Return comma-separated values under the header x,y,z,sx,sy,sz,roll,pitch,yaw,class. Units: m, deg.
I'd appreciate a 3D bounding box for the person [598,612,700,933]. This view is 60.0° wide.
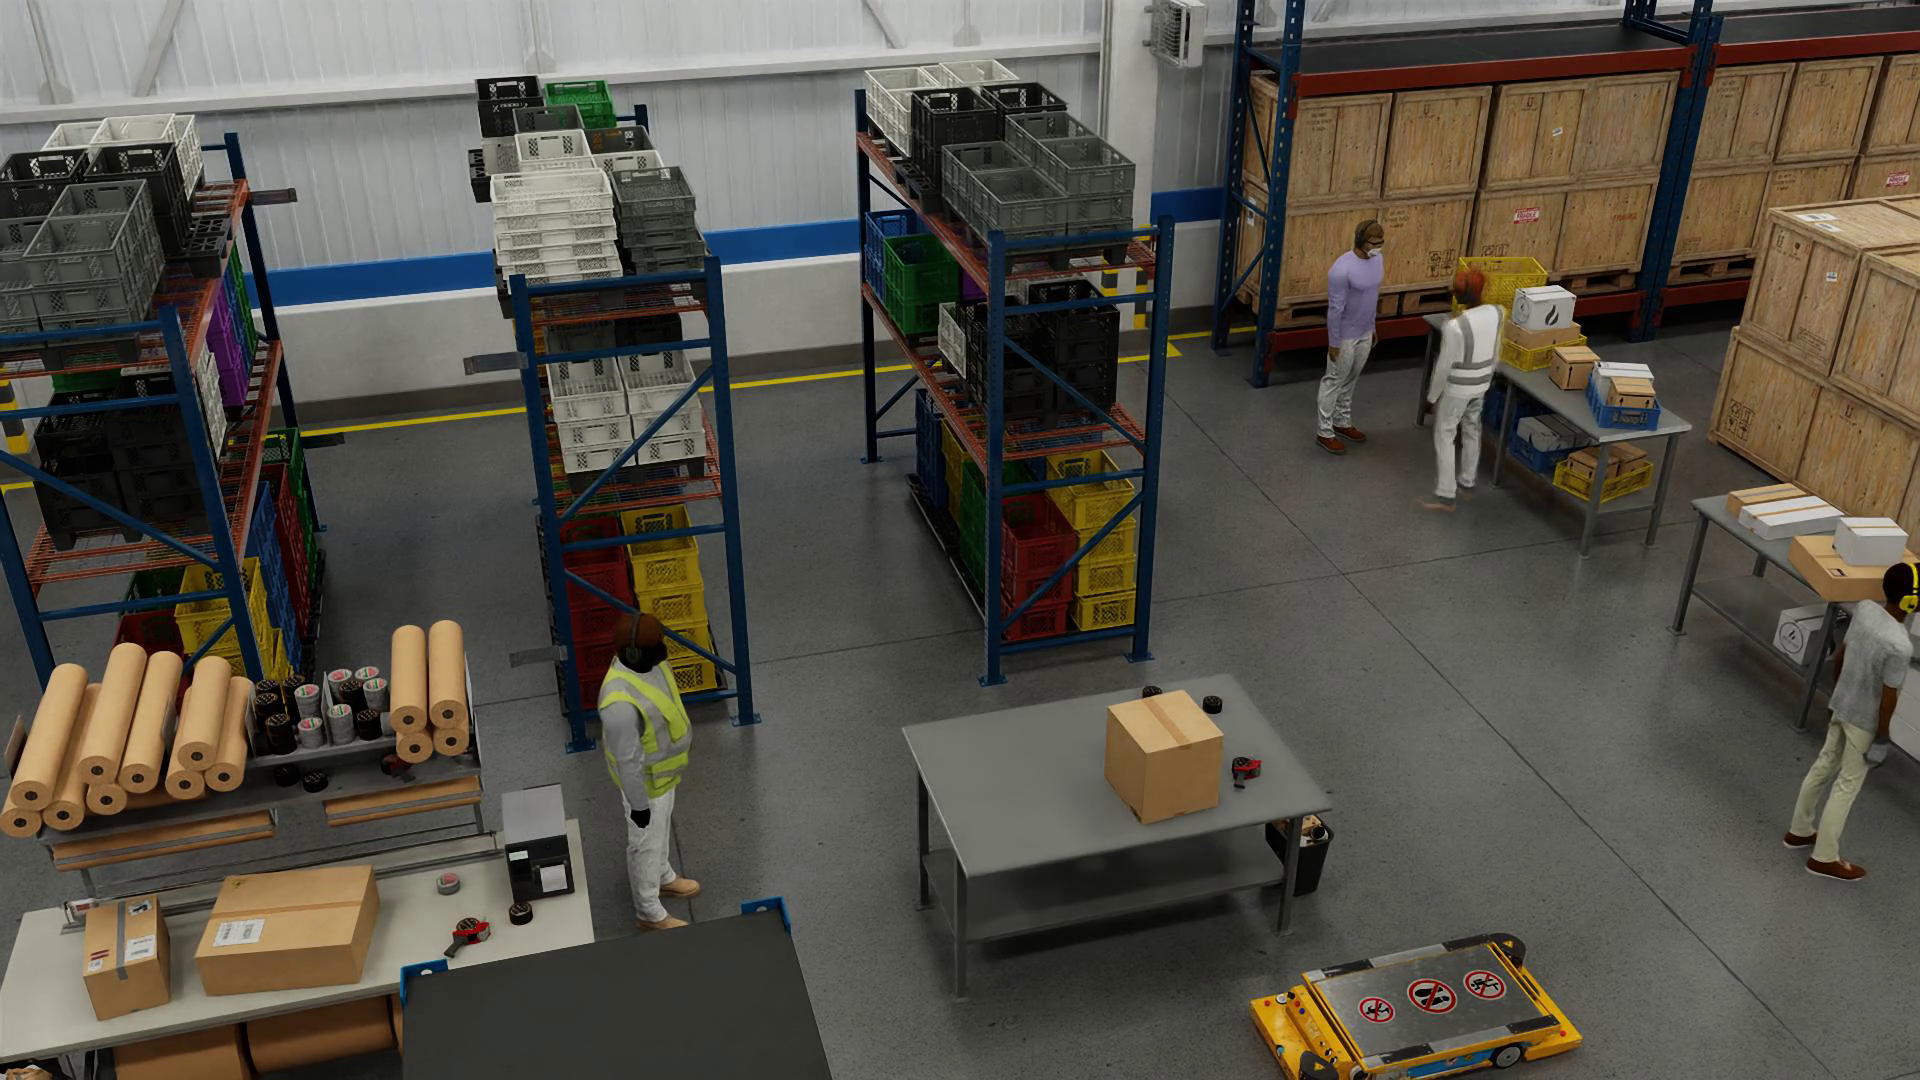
x,y,z,sx,sy,sz,roll,pitch,yaw,class
-1.553,1.165,8.395,0.429,1.840,0.635,1,29,2,person

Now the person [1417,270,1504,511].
x,y,z,sx,sy,sz,roll,pitch,yaw,class
3.808,-1.132,12.550,0.679,1.865,0.396,-18,33,-29,person

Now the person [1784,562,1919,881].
x,y,z,sx,sy,sz,roll,pitch,yaw,class
4.763,0.933,8.787,0.330,1.872,0.512,-1,29,-1,person

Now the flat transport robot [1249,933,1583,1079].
x,y,z,sx,sy,sz,roll,pitch,yaw,class
2.184,2.282,7.980,1.431,0.197,0.652,-8,30,-14,flat transport robot

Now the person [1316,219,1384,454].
x,y,z,sx,sy,sz,roll,pitch,yaw,class
3.170,-1.661,13.442,0.627,1.935,0.371,-25,38,-38,person
